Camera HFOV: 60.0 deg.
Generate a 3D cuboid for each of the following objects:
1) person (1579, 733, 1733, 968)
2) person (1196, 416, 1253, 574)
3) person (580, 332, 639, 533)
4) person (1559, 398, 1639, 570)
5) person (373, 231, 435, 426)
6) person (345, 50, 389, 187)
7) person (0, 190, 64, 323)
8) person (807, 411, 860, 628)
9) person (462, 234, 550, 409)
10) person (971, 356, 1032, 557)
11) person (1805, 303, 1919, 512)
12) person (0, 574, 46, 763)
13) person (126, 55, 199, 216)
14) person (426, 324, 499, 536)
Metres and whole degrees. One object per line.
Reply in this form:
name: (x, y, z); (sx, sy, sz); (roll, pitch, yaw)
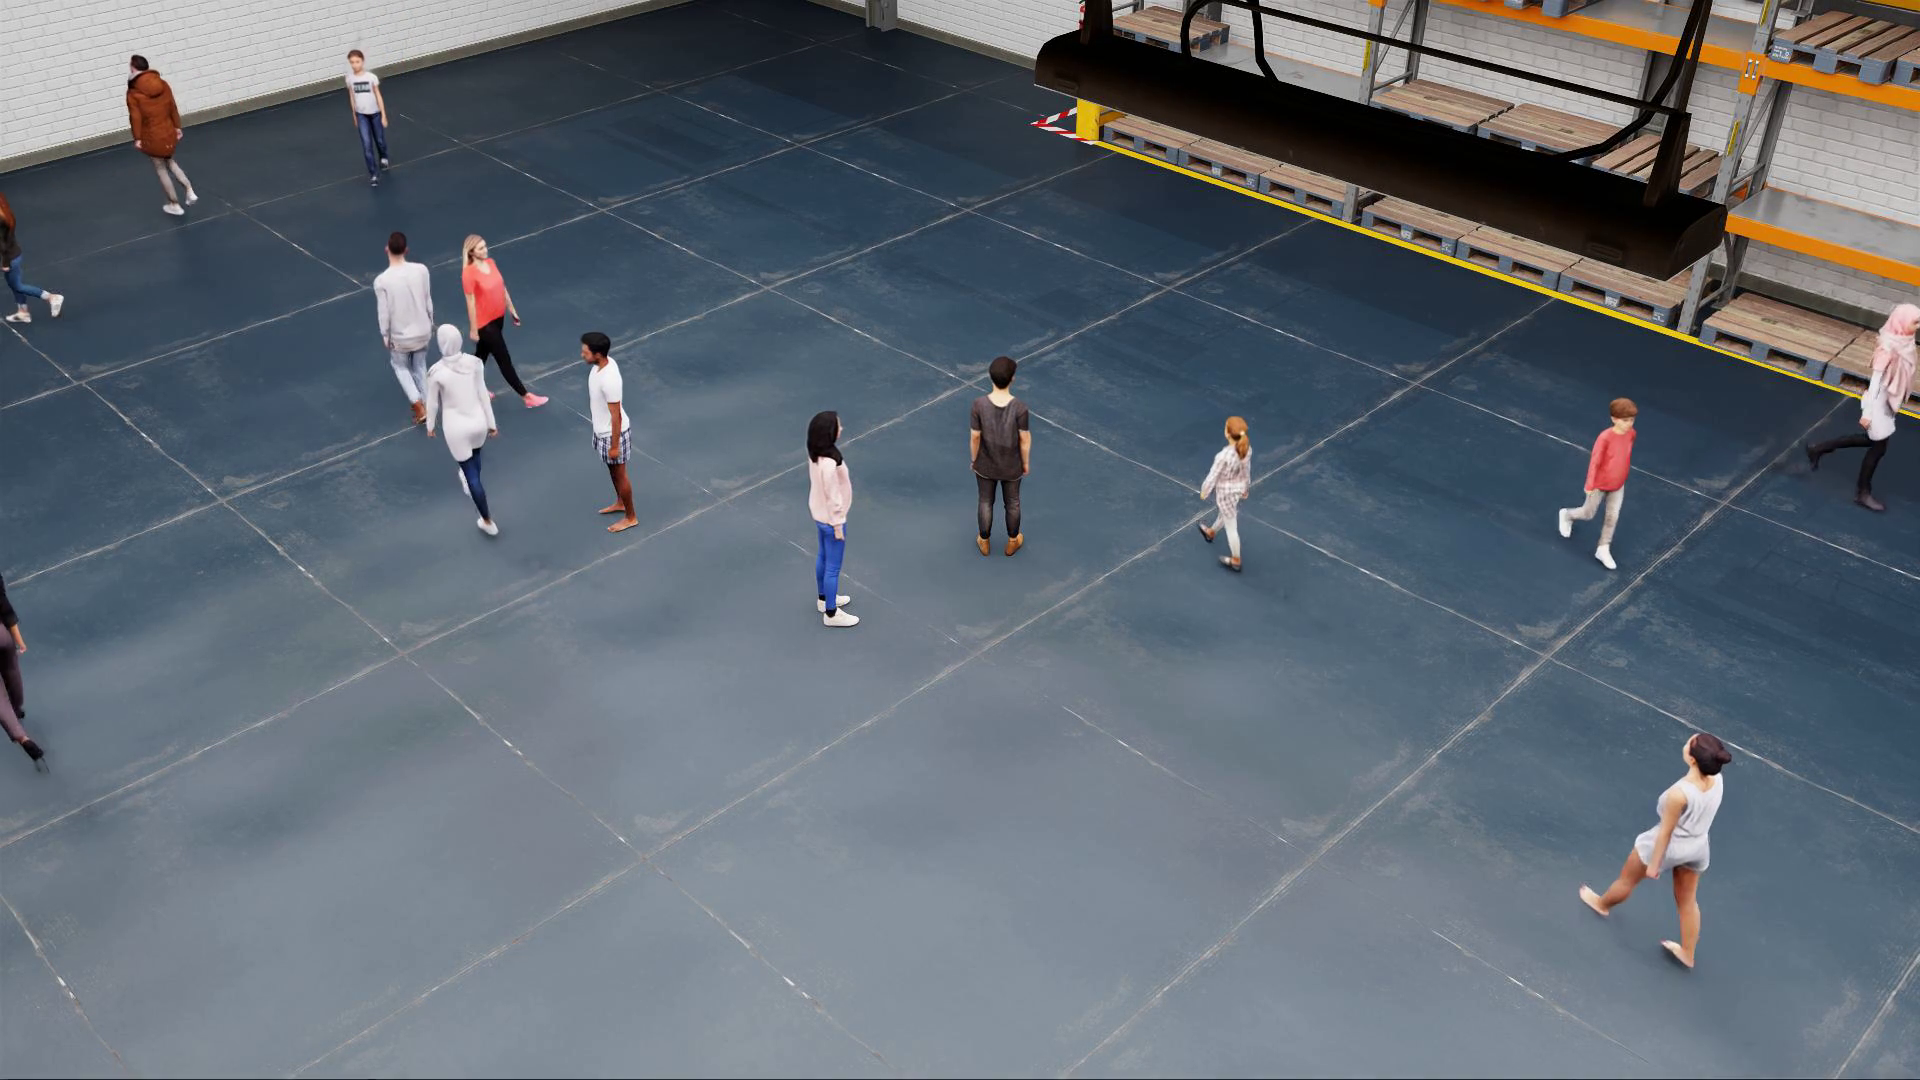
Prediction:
person: (4.129, 1.788, 9.454); (0.789, 1.565, 1.059); (-16, 37, -22)
person: (2.139, -0.332, 12.899); (0.629, 1.283, 0.890); (-22, 39, -29)
person: (-2.800, -0.896, 13.344); (0.757, 1.729, 0.604); (-13, 36, -19)
person: (5.034, -0.500, 13.044); (0.761, 1.401, 0.938); (-10, 35, -15)
person: (-4.806, -1.814, 14.646); (0.715, 1.817, 0.706); (-27, 42, -34)
person: (-7.034, -5.081, 19.825); (0.911, 1.524, 1.099); (-7, 34, -10)
person: (-9.356, -2.835, 16.494); (0.802, 1.470, 0.834); (-12, 36, -18)
person: (-0.964, -0.173, 12.220); (0.791, 1.768, 0.656); (-10, 35, -14)
person: (-4.331, -1.961, 15.023); (1.210, 1.644, 0.965); (9, 35, 14)
person: (0.310, -0.642, 12.973); (0.686, 1.717, 0.771); (4, 34, 6)
person: (7.451, -1.119, 13.629); (0.657, 1.784, 1.008); (-26, 41, -33)
person: (-6.368, 0.757, 10.945); (0.671, 1.631, 1.063); (-25, 41, -32)
person: (-8.977, -4.531, 18.725); (0.828, 1.826, 0.812); (15, 37, 22)
person: (-3.901, -0.833, 13.242); (0.770, 1.736, 1.168); (-21, 39, -28)
